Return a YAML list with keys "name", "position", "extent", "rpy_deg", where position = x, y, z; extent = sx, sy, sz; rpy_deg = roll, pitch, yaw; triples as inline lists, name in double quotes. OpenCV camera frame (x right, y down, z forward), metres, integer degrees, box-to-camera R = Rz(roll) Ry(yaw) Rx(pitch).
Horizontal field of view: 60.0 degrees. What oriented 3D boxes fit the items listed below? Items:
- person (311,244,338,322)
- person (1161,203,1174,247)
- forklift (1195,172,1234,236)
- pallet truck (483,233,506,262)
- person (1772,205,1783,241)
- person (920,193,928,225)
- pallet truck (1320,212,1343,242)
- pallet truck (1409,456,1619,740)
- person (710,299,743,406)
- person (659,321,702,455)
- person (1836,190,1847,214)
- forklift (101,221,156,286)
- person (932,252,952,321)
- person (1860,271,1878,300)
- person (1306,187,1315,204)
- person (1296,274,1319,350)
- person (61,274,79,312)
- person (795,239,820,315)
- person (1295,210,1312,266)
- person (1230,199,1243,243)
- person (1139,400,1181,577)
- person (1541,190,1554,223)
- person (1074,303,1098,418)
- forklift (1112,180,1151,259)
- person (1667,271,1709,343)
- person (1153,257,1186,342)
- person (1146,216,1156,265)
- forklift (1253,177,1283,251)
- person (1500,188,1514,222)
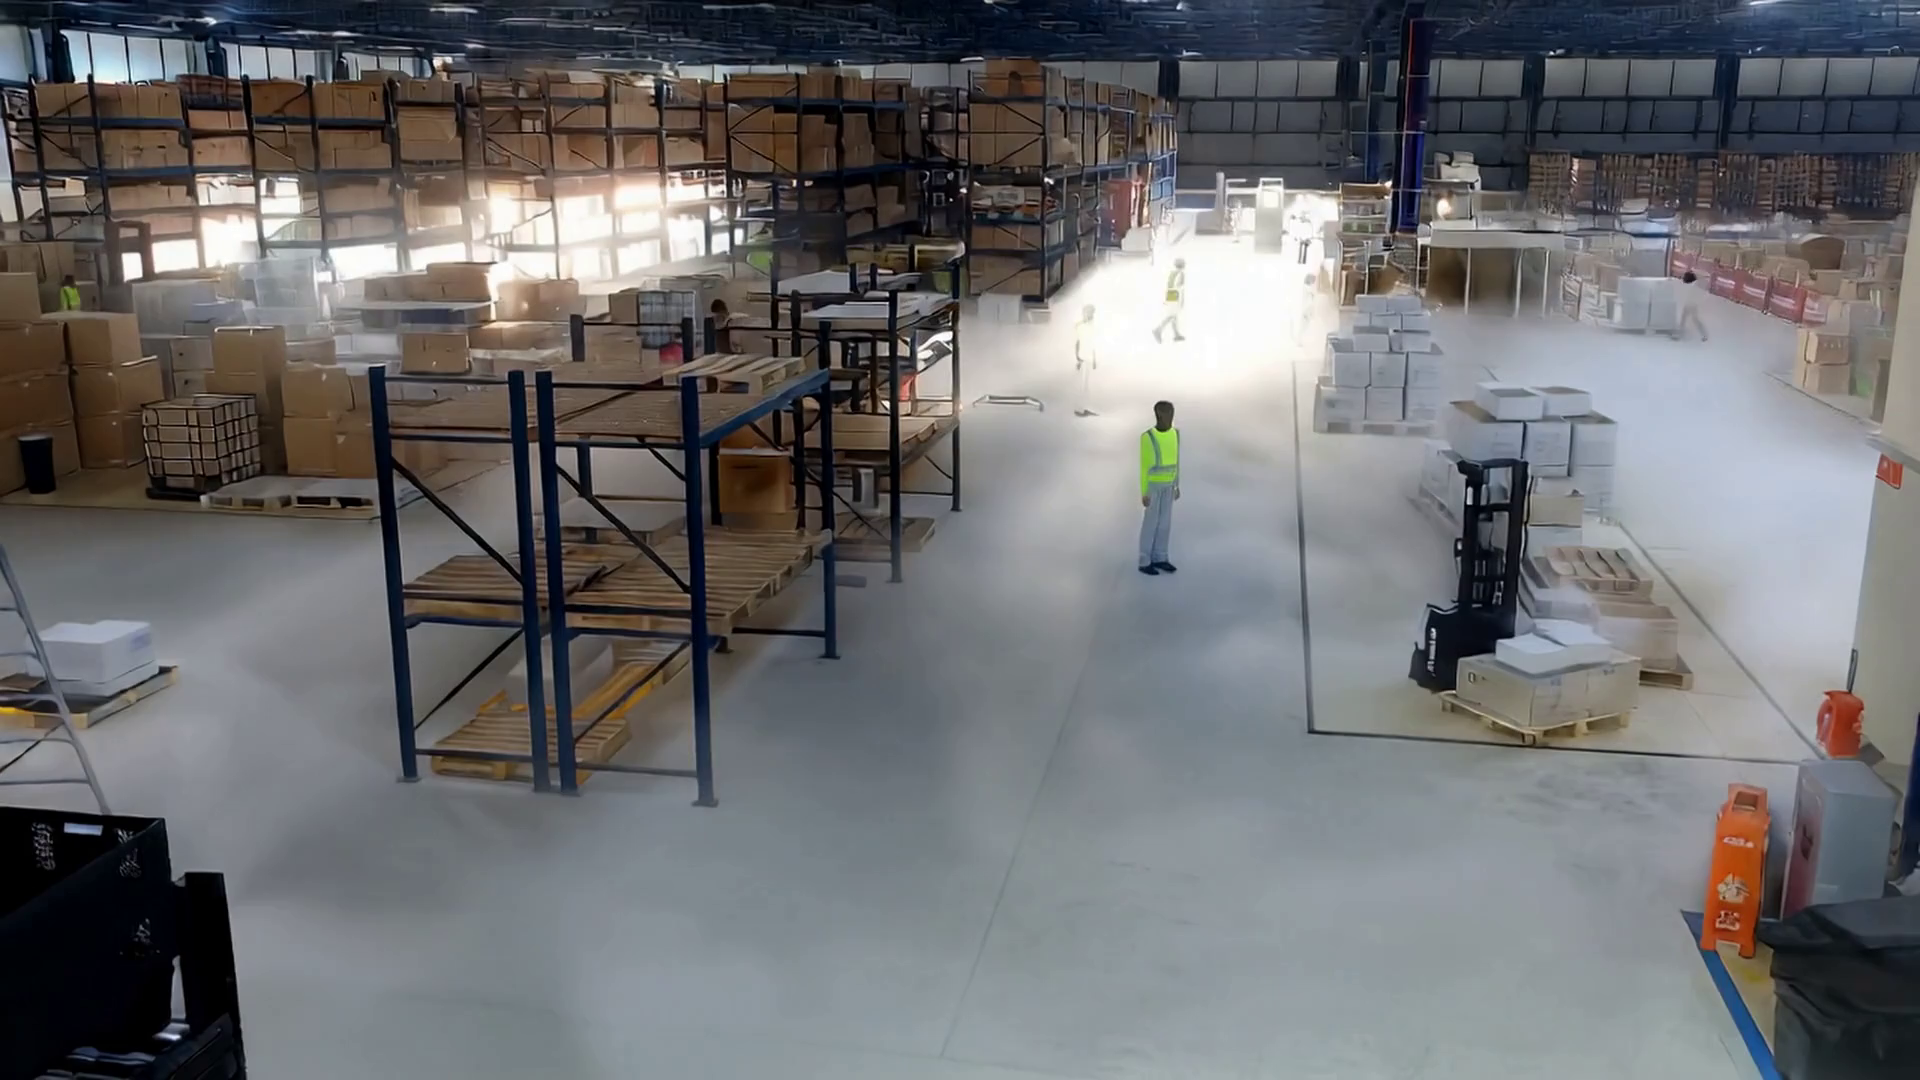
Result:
- name: "person"
  position: [-15.563, -6.306, 40.811]
  extent: [0.587, 1.911, 0.397]
  rpy_deg: [-8, 16, -28]
- name: "person"
  position: [8.380, -12.716, 67.154]
  extent: [0.548, 1.753, 0.416]
  rpy_deg: [1, 14, 5]
- name: "forklift"
  position: [11.432, -14.887, 73.645]
  extent: [1.873, 2.768, 1.129]
  rpy_deg: [1, 14, 3]
- name: "pallet truck"
  position: [-11.832, -7.026, 43.548]
  extent: [1.885, 1.965, 0.823]
  rpy_deg: [8, 16, 28]
- name: "person"
  position: [32.435, -12.398, 65.922]
  extent: [0.647, 1.720, 0.442]
  rpy_deg: [-11, 18, -38]
- name: "person"
  position: [-1.772, -16.646, 82.838]
  extent: [0.581, 1.882, 0.808]
  rpy_deg: [9, 17, 34]
- name: "pallet truck"
  position: [15.874, -13.227, 70.310]
  extent: [0.680, 1.201, 1.601]
  rpy_deg: [10, 17, 35]
- name: "pallet truck"
  position: [4.504, 0.400, 13.395]
  extent: [0.823, 1.965, 1.885]
  rpy_deg: [-6, 15, -23]
- name: "person"
  position: [-3.767, -2.891, 26.670]
  extent: [0.677, 2.000, 0.963]
  rpy_deg: [4, 14, 17]
- name: "person"
  position: [-4.027, -2.204, 24.088]
  extent: [0.627, 1.941, 0.370]
  rpy_deg: [-7, 16, -27]
- name: "person"
  position: [42.207, -15.857, 79.777]
  extent: [0.835, 1.821, 0.573]
  rpy_deg: [4, 14, 15]
- name: "forklift"
  position: [-16.772, -5.071, 33.793]
  extent: [1.129, 2.768, 1.873]
  rpy_deg: [3, 14, 10]
- name: "person"
  position: [-0.448, -6.220, 40.895]
  extent: [0.550, 1.686, 0.369]
  rpy_deg: [-6, 15, -25]
- name: "person"
  position: [17.661, -4.268, 32.463]
  extent: [0.351, 1.942, 0.547]
  rpy_deg: [13, 19, 43]
- name: "person"
  position: [16.532, -15.603, 78.375]
  extent: [0.397, 1.992, 0.622]
  rpy_deg: [-3, 14, -10]
- name: "person"
  position: [7.457, -4.847, 35.477]
  extent: [0.567, 1.619, 0.523]
  rpy_deg: [10, 17, 35]
- name: "person"
  position: [-19.150, -4.942, 35.904]
  extent: [0.886, 1.589, 0.536]
  rpy_deg: [0, 14, 0]
- name: "person"
  position: [-3.764, -6.404, 41.026]
  extent: [0.616, 1.993, 0.395]
  rpy_deg: [-4, 14, -15]
- name: "person"
  position: [11.990, -10.547, 58.037]
  extent: [0.545, 1.909, 0.867]
  rpy_deg: [4, 14, 14]
- name: "person"
  position: [11.588, -13.377, 69.690]
  extent: [0.403, 1.823, 0.586]
  rpy_deg: [-6, 15, -23]
- name: "person"
  position: [2.104, -0.546, 17.501]
  extent: [0.568, 1.878, 0.350]
  rpy_deg: [-13, 19, -42]
- name: "person"
  position: [28.618, -16.146, 81.009]
  extent: [0.920, 1.793, 0.589]
  rpy_deg: [0, 14, 0]
- name: "person"
  position: [2.070, -2.936, 27.215]
  extent: [0.310, 1.865, 0.535]
  rpy_deg: [12, 18, 39]
- name: "forklift"
  position: [6.082, -11.722, 60.796]
  extent: [1.873, 2.768, 1.129]
  rpy_deg: [2, 14, 9]
- name: "person"
  position: [16.235, -5.162, 36.838]
  extent: [0.856, 1.581, 0.516]
  rpy_deg: [5, 15, 18]
- name: "person"
  position: [4.634, -5.302, 36.773]
  extent: [0.883, 1.895, 0.572]
  rpy_deg: [-8, 16, -29]
- name: "person"
  position: [6.660, -10.425, 57.966]
  extent: [0.318, 1.696, 0.536]
  rpy_deg: [2, 14, 7]
- name: "forklift"
  position: [12.083, -12.747, 64.956]
  extent: [1.129, 2.768, 1.873]
  rpy_deg: [3, 14, 10]
- name: "person"
  position: [25.968, -15.732, 79.010]
  extent: [0.611, 1.948, 0.435]
  rpy_deg: [-3, 14, -12]
